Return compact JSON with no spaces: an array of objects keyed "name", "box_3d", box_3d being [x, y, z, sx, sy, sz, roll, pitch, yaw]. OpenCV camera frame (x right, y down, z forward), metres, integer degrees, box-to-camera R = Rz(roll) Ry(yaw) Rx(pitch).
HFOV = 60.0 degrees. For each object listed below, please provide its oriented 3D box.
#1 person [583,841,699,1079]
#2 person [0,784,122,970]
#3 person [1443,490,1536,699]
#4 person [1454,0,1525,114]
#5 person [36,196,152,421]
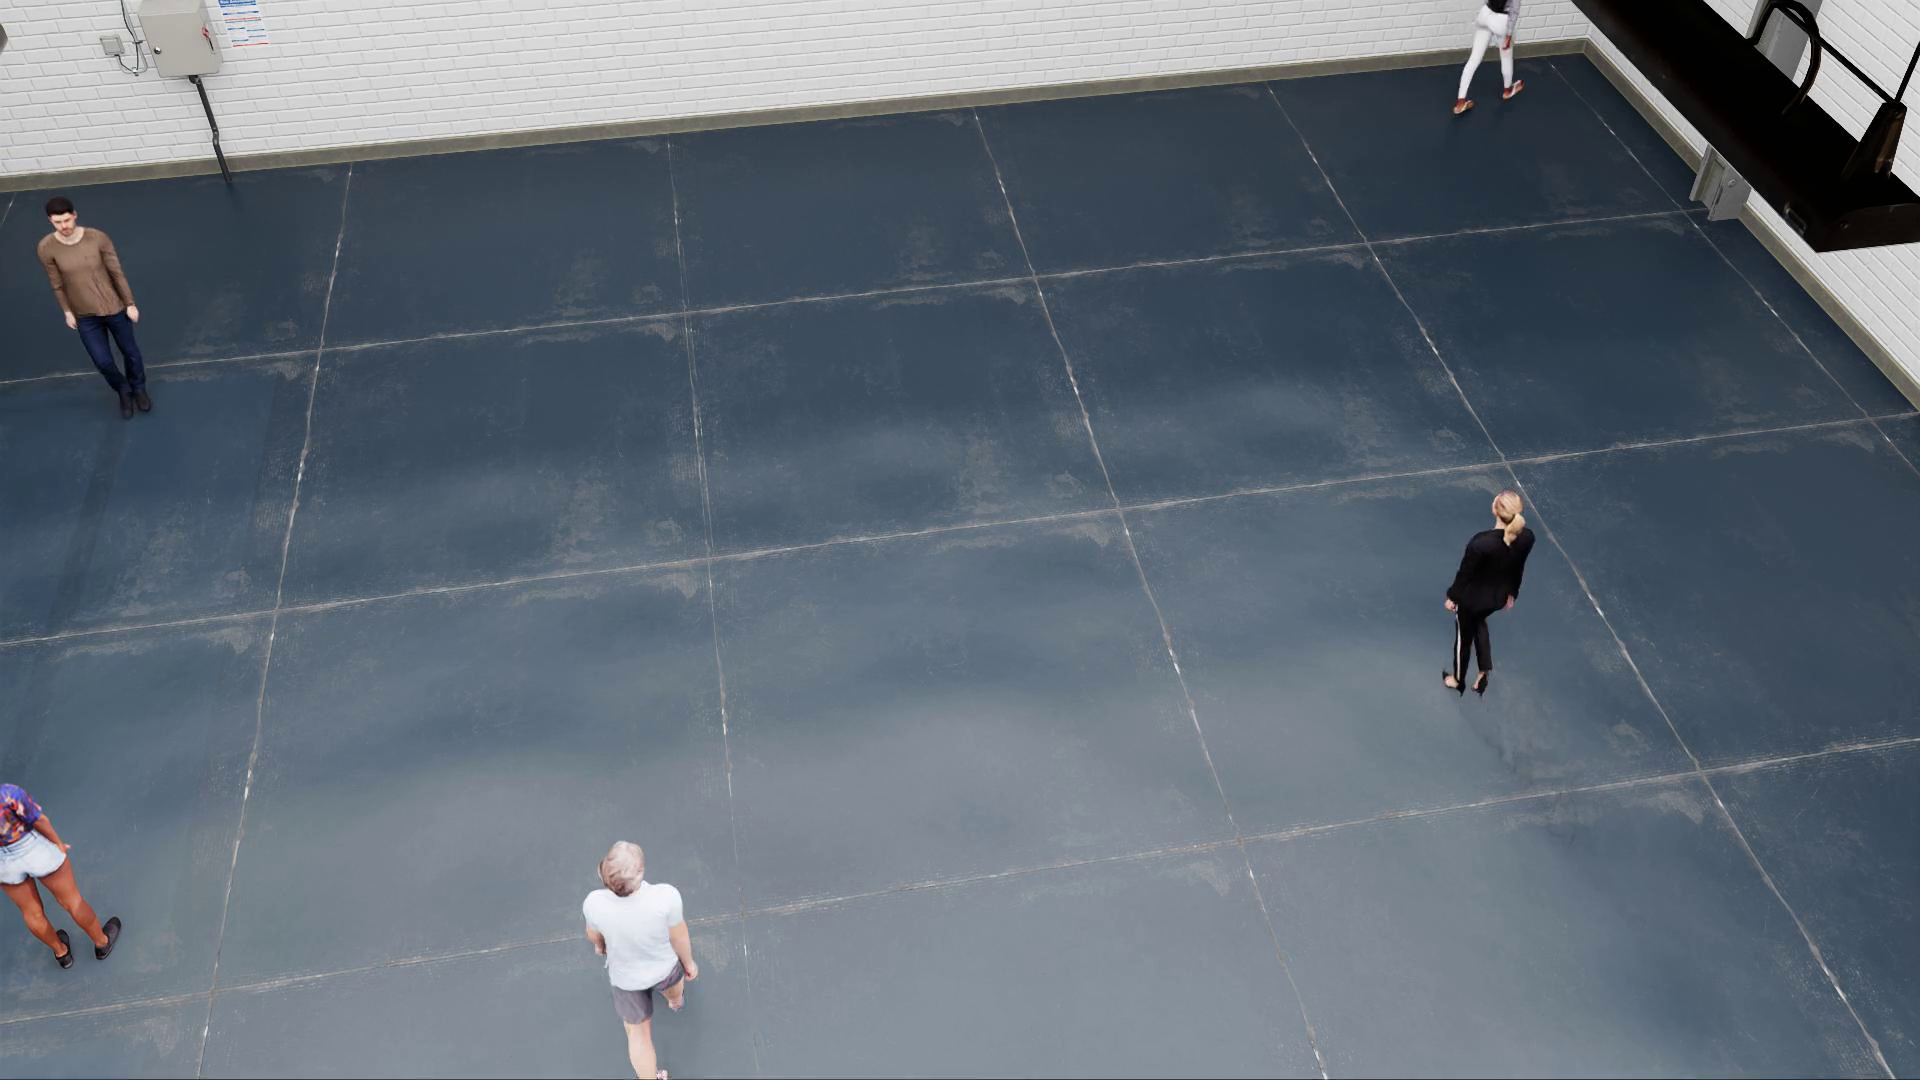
[{"name":"person","box_3d":[-1.587,2.215,8.316,0.684,1.785,1.134,-5,44,-6]},{"name":"person","box_3d":[-5.004,1.706,8.882,0.600,1.741,0.533,-10,45,-11]},{"name":"person","box_3d":[3.256,0.425,10.259,0.664,1.698,0.674,-13,45,-14]},{"name":"person","box_3d":[5.025,-4.843,15.794,1.005,1.689,1.093,-28,50,-27]},{"name":"person","box_3d":[-6.456,-1.787,12.452,0.737,1.875,0.713,-20,47,-20]}]
